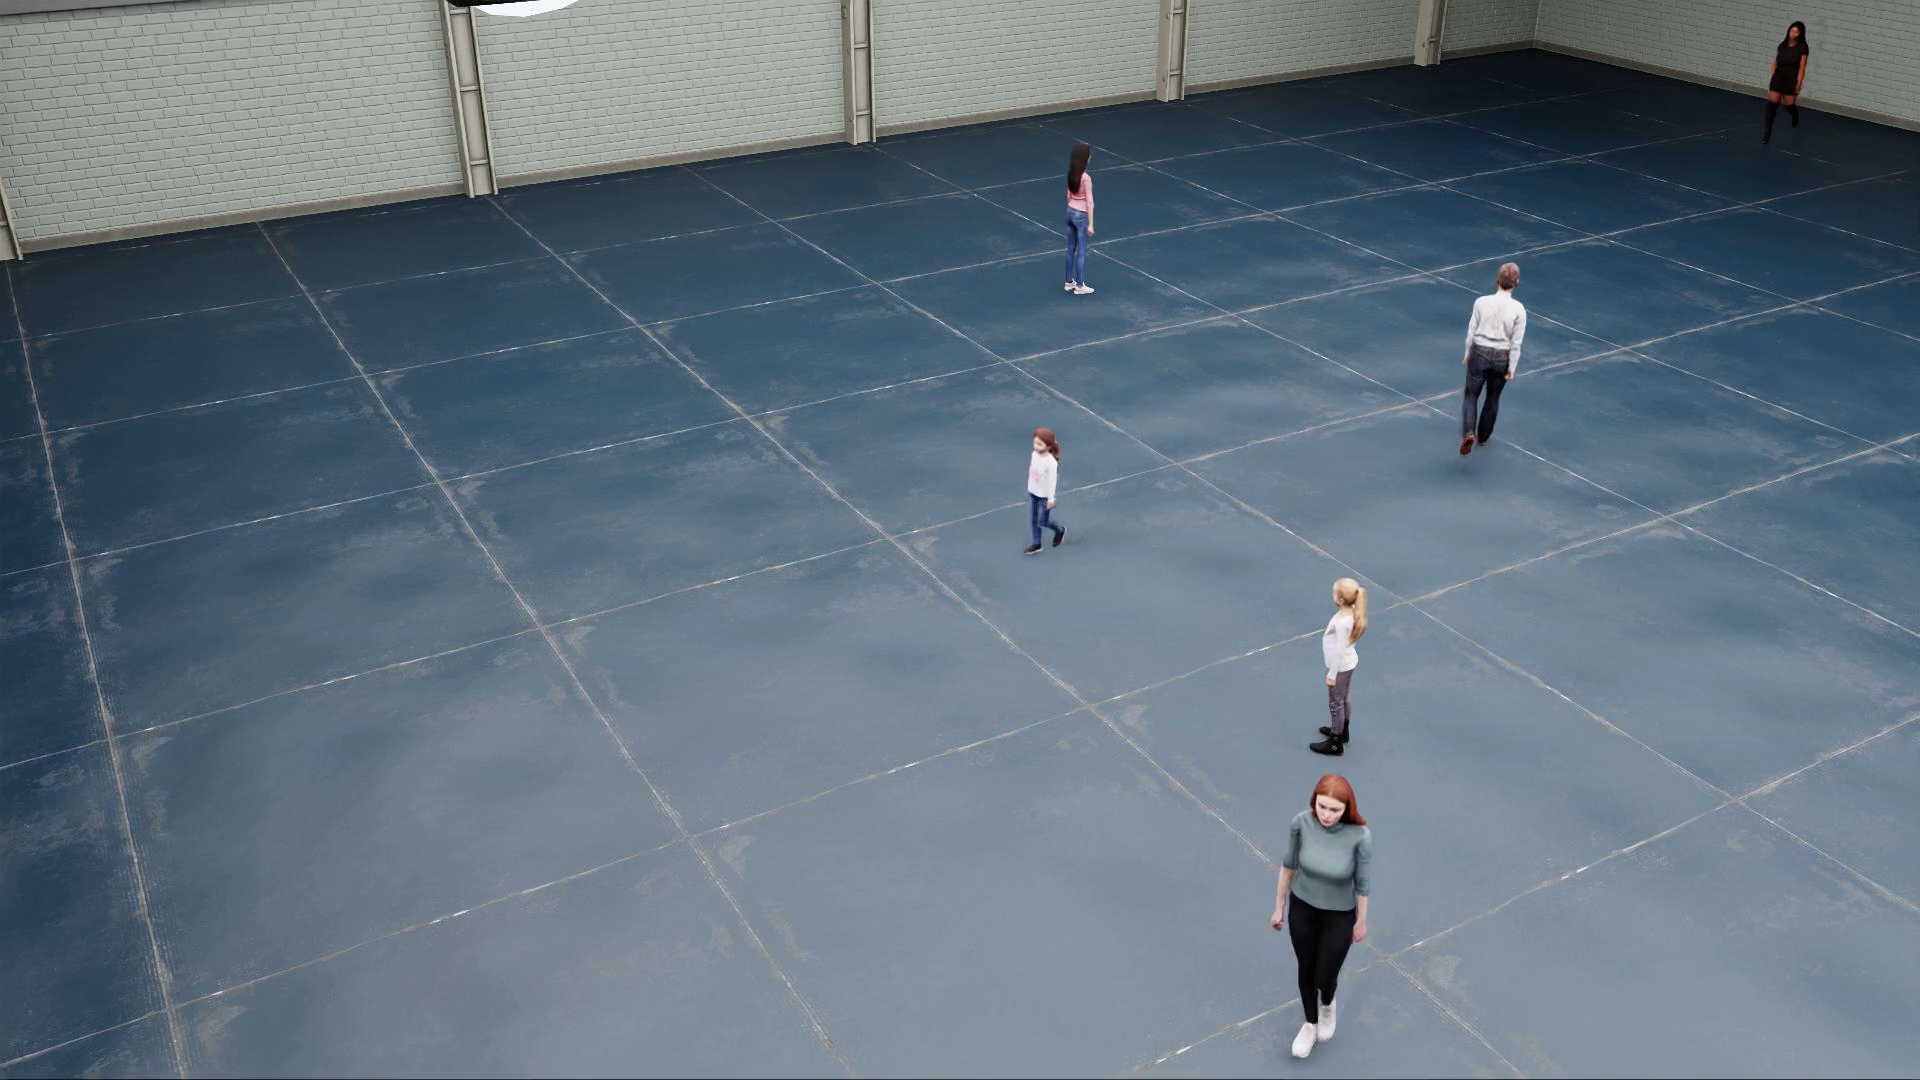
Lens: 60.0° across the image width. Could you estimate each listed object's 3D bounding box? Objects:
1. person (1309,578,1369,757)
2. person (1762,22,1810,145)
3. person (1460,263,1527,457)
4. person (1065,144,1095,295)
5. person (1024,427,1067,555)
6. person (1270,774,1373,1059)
[{"bbox_3d":[2.520,0.823,10.965,0.635,1.278,0.551,14,30,25],"label":"person"},{"bbox_3d":[12.764,-7.041,25.626,1.043,1.837,0.783,-22,35,-36],"label":"person"},{"bbox_3d":[4.805,-1.613,15.127,1.076,1.798,1.199,11,29,20],"label":"person"},{"bbox_3d":[1.375,-3.744,19.326,0.518,1.743,0.576,-17,32,-29],"label":"person"},{"bbox_3d":[0.702,-0.412,13.554,0.611,1.104,0.473,-19,33,-32],"label":"person"},{"bbox_3d":[1.866,1.860,8.453,0.726,1.734,0.764,16,31,28],"label":"person"}]
